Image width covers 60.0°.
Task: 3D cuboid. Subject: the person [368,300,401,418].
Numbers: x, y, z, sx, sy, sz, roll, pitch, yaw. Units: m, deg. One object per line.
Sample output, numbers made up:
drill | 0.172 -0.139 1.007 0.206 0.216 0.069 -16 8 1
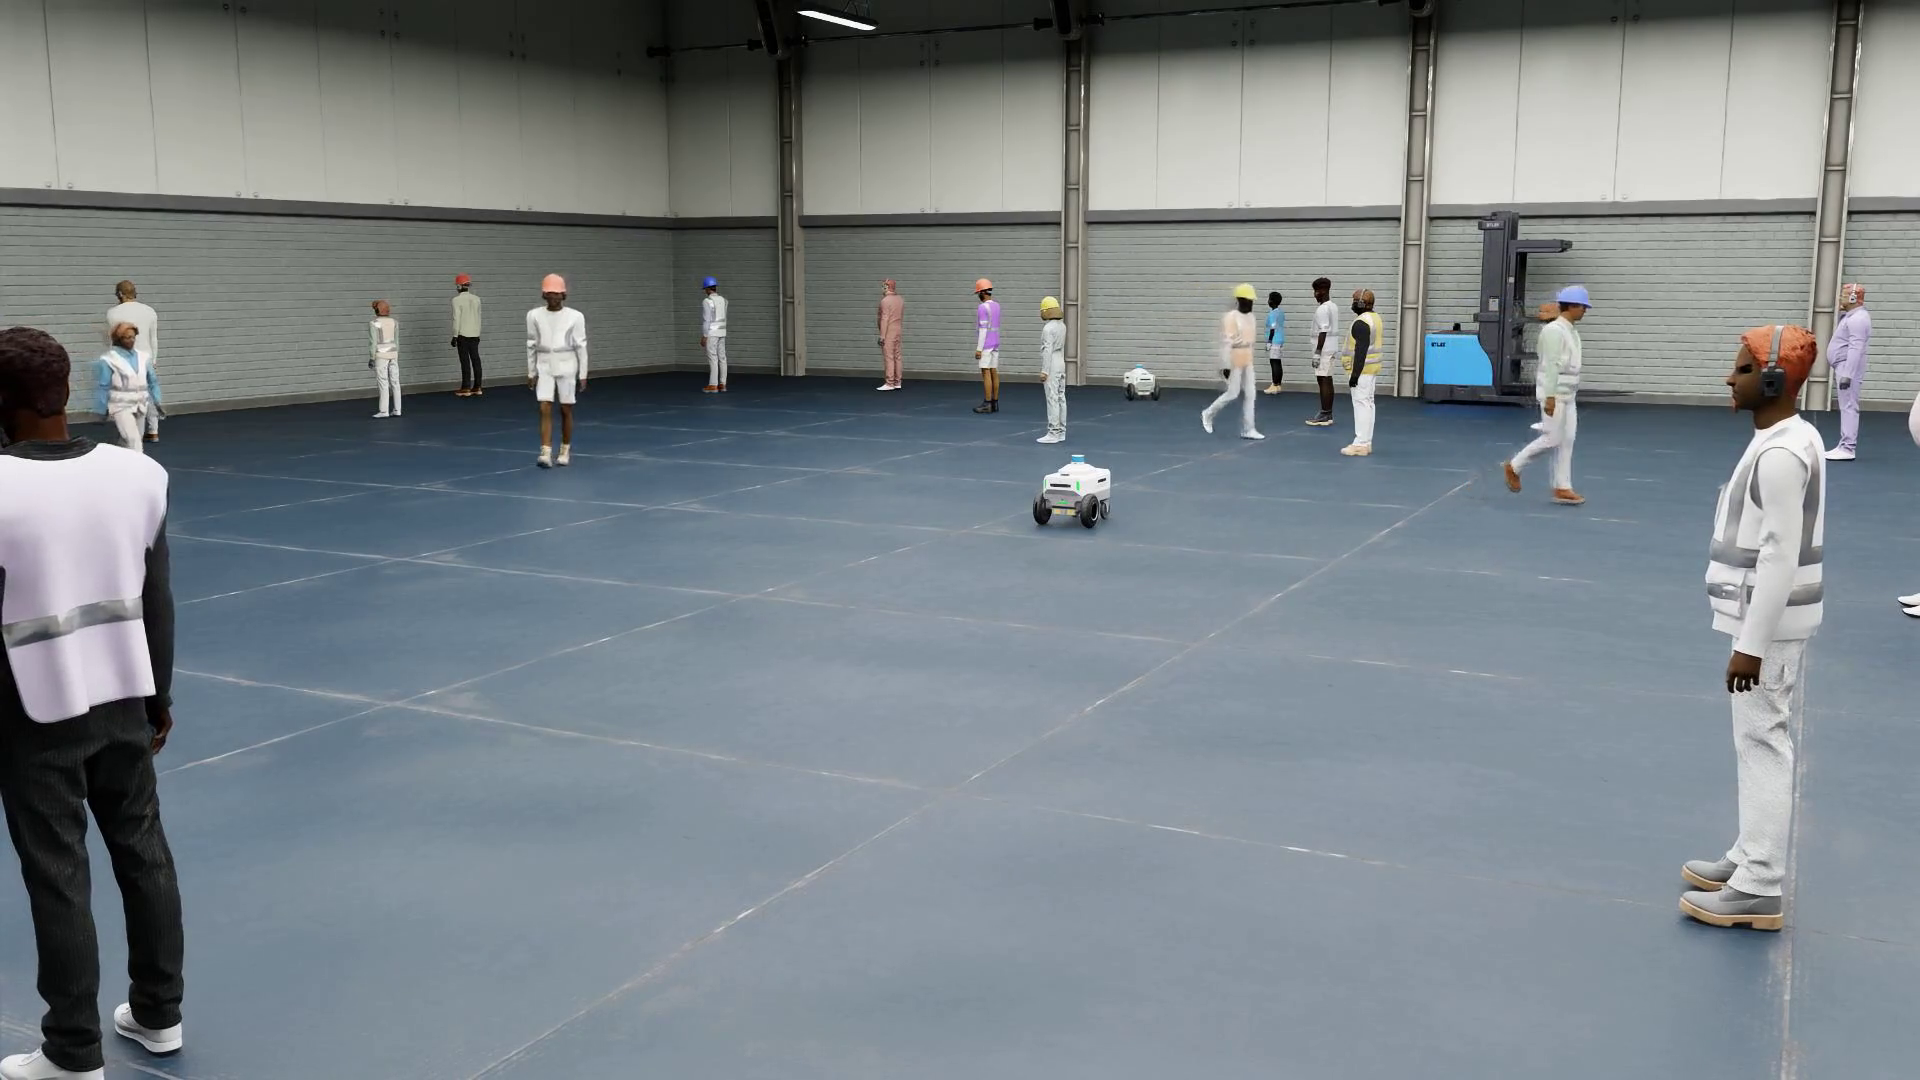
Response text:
person | -8.024 -2.521 23.194 0.309 1.641 0.514 5 10 27

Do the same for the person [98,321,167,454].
person | -7.579 -1.184 15.069 0.823 1.601 0.503 4 10 21

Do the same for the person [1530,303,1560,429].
person | 7.621 -2.265 21.635 0.280 1.634 0.498 5 10 27

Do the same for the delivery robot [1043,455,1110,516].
delivery robot | 0.965 -0.457 13.647 0.477 0.478 0.707 5 10 27

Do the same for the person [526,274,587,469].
person | -4.195 -1.737 17.235 0.639 2.000 0.969 -1 9 -3

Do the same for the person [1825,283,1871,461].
person | 9.631 -1.823 18.071 0.407 1.910 0.639 5 10 27

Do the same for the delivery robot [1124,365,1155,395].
delivery robot | 2.877 -2.566 26.655 0.477 0.478 0.707 -1 9 -9

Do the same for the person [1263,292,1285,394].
person | 5.250 -3.293 27.781 0.319 1.697 0.533 5 10 27

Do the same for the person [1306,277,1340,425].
person | 4.844 -2.518 22.196 0.377 1.959 0.604 5 10 27

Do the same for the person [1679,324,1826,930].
person | 2.515 0.270 5.242 0.355 1.883 0.573 5 10 27

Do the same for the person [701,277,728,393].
person | -4.169 -3.469 28.130 0.401 1.938 0.603 5 10 27

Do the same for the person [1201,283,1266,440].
person | 3.381 -2.196 20.404 0.775 1.905 0.594 9 13 43

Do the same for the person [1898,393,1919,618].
person | 5.852 -0.491 9.878 0.407 1.902 0.639 5 10 27

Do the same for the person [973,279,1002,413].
person | 0.375 -2.816 24.131 0.372 1.928 0.543 5 10 27

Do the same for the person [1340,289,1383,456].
person | 4.480 -1.875 18.592 0.429 1.845 0.621 5 10 27

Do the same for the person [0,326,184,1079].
person | -2.231 0.428 4.173 0.392 1.914 0.587 5 10 27

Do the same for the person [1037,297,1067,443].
person | 1.091 -2.038 19.929 0.308 1.736 0.484 5 10 27

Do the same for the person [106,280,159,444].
person | -9.837 -2.114 19.786 0.372 1.934 0.627 5 10 27

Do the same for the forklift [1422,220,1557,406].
forklift | 8.245 -3.527 25.720 1.873 2.768 1.129 5 10 27

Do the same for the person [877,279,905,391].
person | -1.216 -3.514 28.499 0.407 1.910 0.639 5 10 27

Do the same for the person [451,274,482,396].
person | -8.155 -3.389 27.457 0.379 1.996 0.610 5 10 27

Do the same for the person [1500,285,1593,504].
person | 5.234 -1.289 14.722 0.672 1.927 0.631 8 12 40
